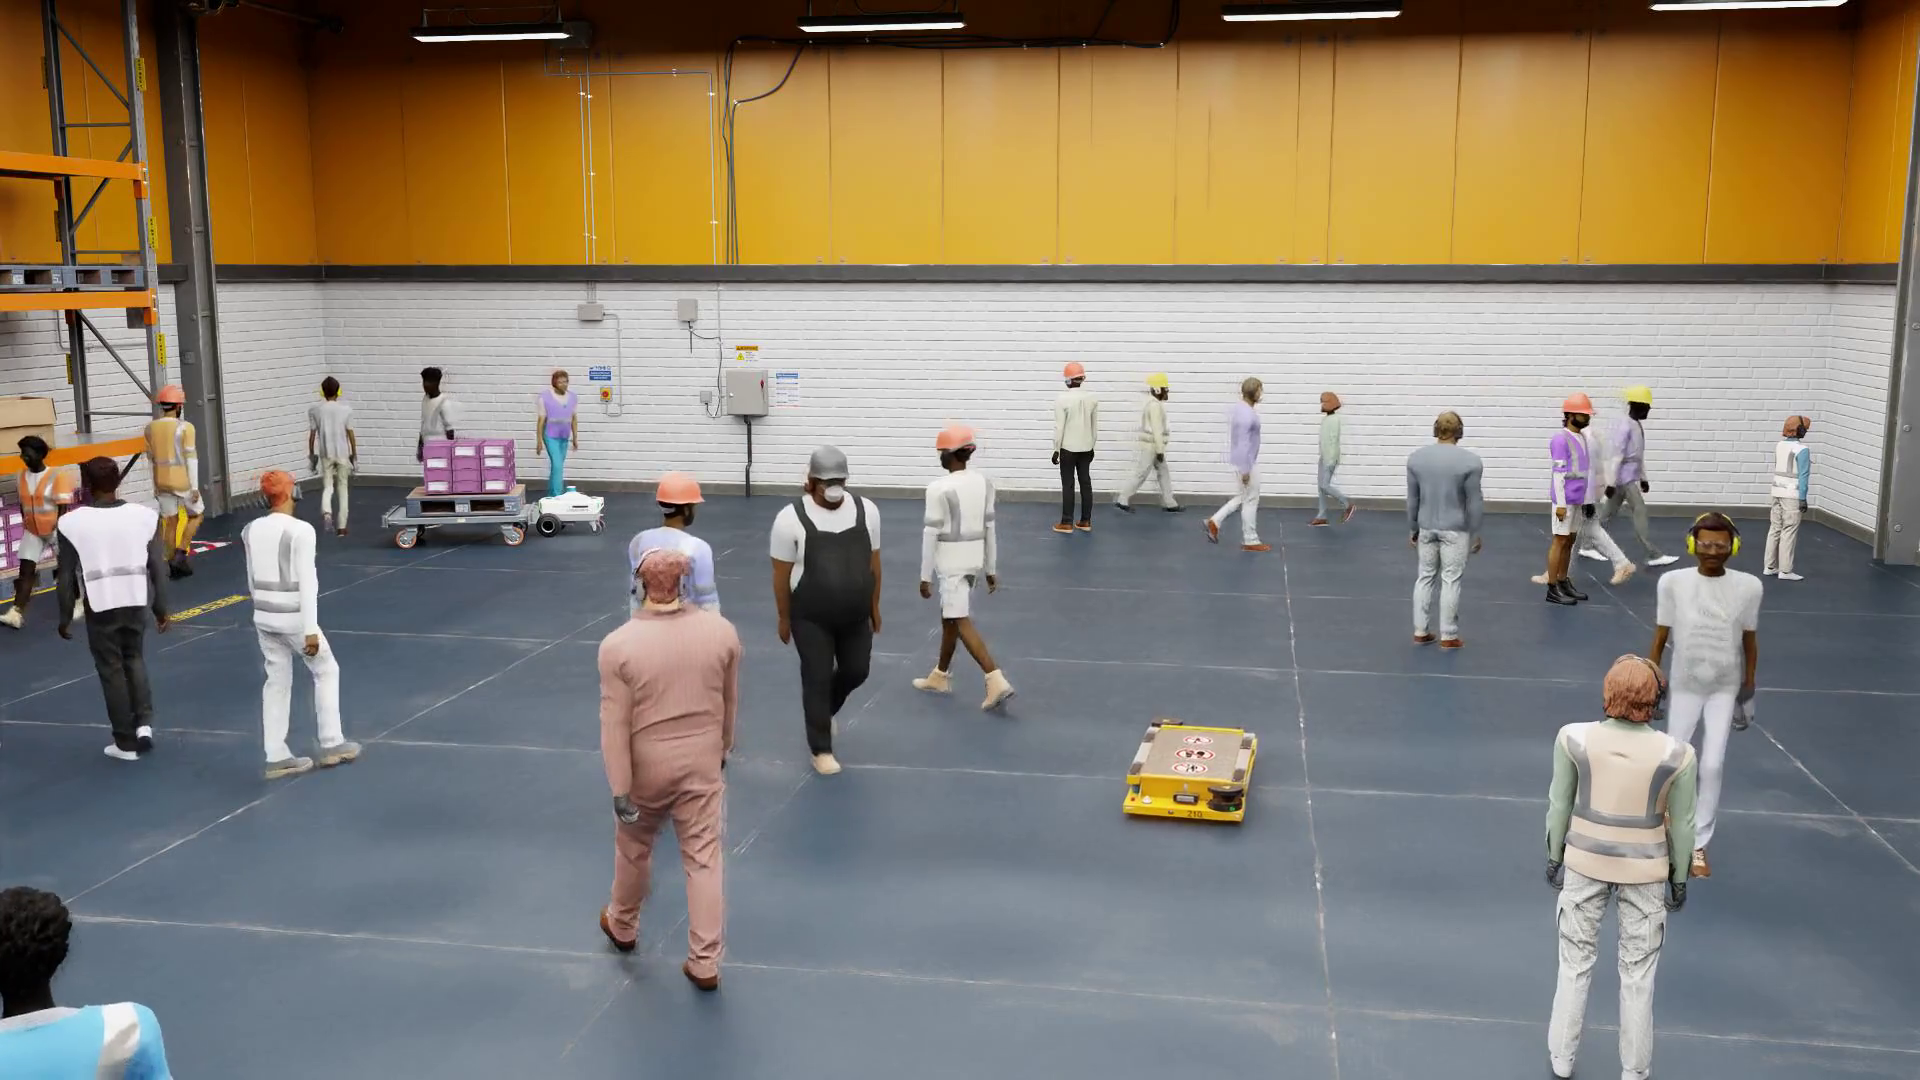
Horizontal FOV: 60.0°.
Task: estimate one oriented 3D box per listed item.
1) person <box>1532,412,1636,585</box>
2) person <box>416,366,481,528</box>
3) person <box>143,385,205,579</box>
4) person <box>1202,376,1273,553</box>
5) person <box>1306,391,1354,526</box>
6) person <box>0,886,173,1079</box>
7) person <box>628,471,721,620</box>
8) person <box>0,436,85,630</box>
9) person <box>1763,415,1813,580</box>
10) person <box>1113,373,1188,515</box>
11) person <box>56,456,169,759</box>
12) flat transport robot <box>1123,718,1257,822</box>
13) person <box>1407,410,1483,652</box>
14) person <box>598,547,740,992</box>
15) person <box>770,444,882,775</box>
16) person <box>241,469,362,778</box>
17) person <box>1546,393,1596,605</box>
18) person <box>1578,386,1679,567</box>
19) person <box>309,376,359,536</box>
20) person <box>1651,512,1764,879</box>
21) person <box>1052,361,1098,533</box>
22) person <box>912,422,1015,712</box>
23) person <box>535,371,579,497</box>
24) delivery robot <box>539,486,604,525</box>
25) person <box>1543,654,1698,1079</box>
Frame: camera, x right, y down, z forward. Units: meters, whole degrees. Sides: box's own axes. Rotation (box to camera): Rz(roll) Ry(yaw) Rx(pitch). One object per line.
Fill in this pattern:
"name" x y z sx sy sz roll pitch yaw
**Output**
"person" 6.092 -0.437 16.070 0.907 1.799 0.663 3 10 18
"person" -6.147 -1.114 19.813 0.835 1.934 0.618 -8 12 -39
"person" -7.747 -0.566 16.437 0.559 1.921 0.406 2 9 11
"person" 3.031 -0.809 17.962 0.668 1.926 0.640 1 9 4
"person" 4.407 -0.960 19.799 0.464 1.620 0.524 -1 9 -4
"person" -2.050 1.607 3.777 0.535 1.660 0.850 -4 10 -23
"person" -1.562 0.556 9.518 0.569 1.911 0.683 6 11 32
"person" -7.844 -0.066 14.192 0.552 1.637 0.914 1 9 6
"person" 8.193 -0.418 16.439 0.316 1.629 0.508 0 9 -2
"person" 2.363 -1.192 20.769 0.926 1.791 0.608 1 9 5
"person" -5.262 0.428 10.356 0.447 1.898 0.605 8 12 41
"flat transport robot" 1.379 1.330 9.790 0.652 0.197 1.431 2 9 13
"person" 3.877 -0.072 13.348 0.630 1.935 0.376 8 12 42
"person" -1.289 0.950 7.225 0.650 1.867 0.946 -5 10 -27
"person" -0.832 0.375 10.239 0.693 2.000 0.762 -4 10 -25
"person" -4.004 0.486 10.141 0.624 1.849 0.755 5 10 27
"person" 5.608 -0.381 15.250 0.358 1.938 0.545 8 12 40
"person" 6.950 -0.667 17.265 1.006 1.870 0.590 5 11 30
"person" -7.155 -0.940 18.994 0.526 1.848 0.556 -2 9 -13
"person" 3.796 0.753 8.503 0.511 1.854 0.607 3 10 17
"person" 1.330 -1.083 19.422 0.608 1.997 0.356 -6 11 -33
"person" 0.039 0.178 11.618 1.028 2.005 0.617 9 13 43
"person" -5.199 -1.283 21.367 0.683 1.787 0.572 7 11 36
"delivery robot" -4.486 -0.378 19.219 0.707 0.478 0.477 -1 9 -4
"person" 2.436 1.234 6.179 0.526 1.636 0.310 4 10 26
